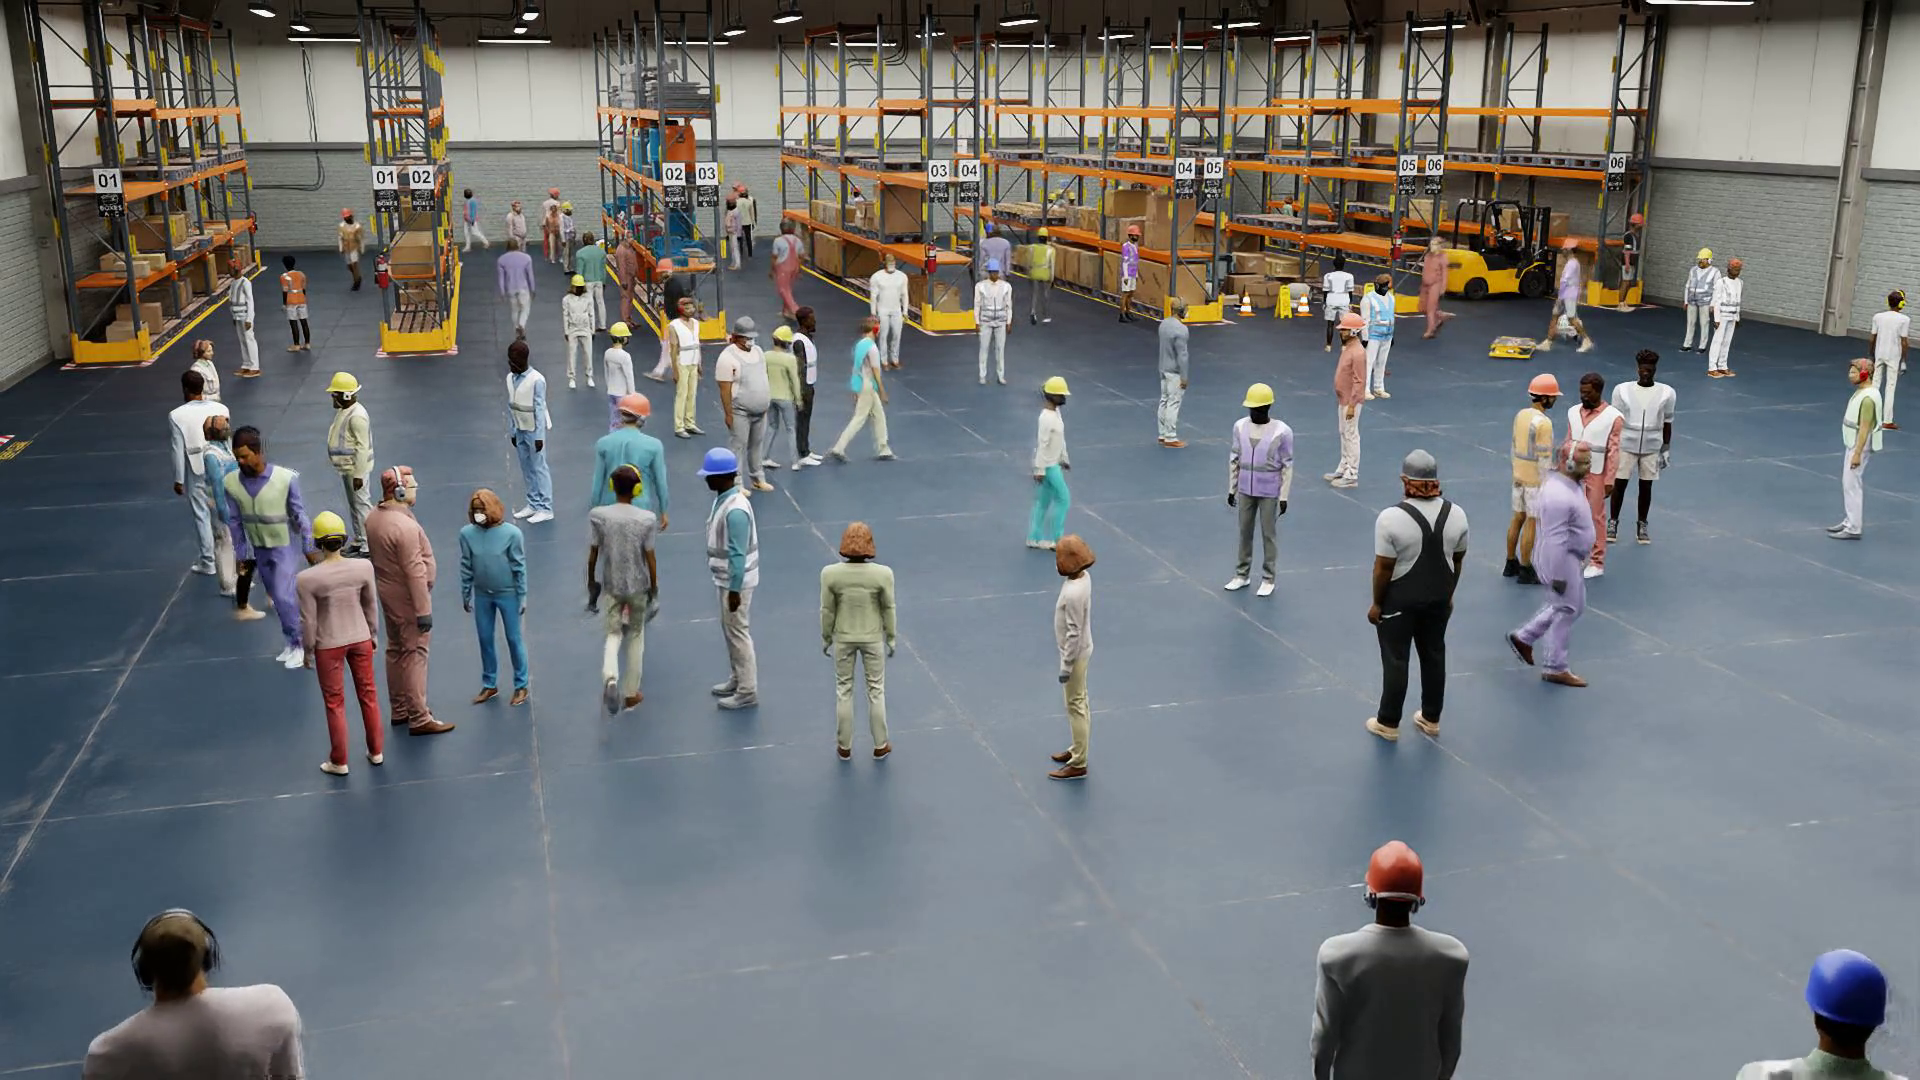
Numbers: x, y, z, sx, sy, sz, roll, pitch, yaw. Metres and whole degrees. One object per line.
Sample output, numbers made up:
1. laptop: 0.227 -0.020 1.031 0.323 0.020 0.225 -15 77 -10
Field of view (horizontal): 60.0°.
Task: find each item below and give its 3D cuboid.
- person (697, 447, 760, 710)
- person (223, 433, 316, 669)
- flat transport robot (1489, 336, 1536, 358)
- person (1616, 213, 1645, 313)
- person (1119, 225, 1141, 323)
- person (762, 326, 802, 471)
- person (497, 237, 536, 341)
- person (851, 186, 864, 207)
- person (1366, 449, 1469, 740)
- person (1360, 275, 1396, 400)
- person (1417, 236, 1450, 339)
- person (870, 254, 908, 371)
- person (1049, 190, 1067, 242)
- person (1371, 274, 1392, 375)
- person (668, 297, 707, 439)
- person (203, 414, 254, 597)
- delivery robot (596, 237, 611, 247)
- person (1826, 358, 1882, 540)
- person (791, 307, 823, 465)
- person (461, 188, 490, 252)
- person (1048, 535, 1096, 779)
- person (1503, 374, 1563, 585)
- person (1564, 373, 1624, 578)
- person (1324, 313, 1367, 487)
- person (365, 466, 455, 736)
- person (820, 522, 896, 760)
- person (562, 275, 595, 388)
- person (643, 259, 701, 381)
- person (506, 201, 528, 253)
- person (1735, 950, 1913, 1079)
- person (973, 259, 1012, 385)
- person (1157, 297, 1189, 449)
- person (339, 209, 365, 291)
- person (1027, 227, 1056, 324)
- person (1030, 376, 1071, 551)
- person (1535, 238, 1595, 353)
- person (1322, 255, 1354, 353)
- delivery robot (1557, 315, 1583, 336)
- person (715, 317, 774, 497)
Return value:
1. person: -1.677 0.271 12.125 0.423 1.936 0.614 -5 16 -17
2. person: -5.380 0.072 12.971 0.600 1.879 0.592 3 15 12
3. flat transport robot: 9.654 -3.370 29.009 0.652 0.197 1.431 6 16 22
4. person: 13.972 -5.757 34.597 0.391 2.040 0.615 10 18 33
5. person: 3.405 -5.274 33.014 0.398 1.928 0.541 8 17 29
6. person: -2.134 -1.687 19.864 0.552 1.735 0.369 8 17 27
7. person: -8.085 -4.555 30.314 0.642 1.917 0.559 -1 15 -4
8. person: -2.943 -9.156 47.589 0.371 1.935 0.551 6 16 22
9. person: 3.115 0.371 11.542 0.683 2.000 0.536 -4 15 -15
10. person: 6.196 -3.002 24.615 0.634 1.842 0.429 -9 17 -31
11. person: 8.780 -4.678 30.819 0.482 1.891 0.670 -6 16 -21
12. person: -1.152 -3.711 27.140 0.638 1.919 0.407 -5 16 -17
13. person: 2.952 -9.736 50.254 0.545 1.669 0.906 12 19 39
14. person: 6.784 -3.470 26.797 0.279 1.628 0.505 -6 16 -21
15. person: -3.603 -2.269 21.854 0.410 1.842 0.601 7 16 23
16. person: -6.575 -0.309 14.868 0.308 1.641 0.514 -4 15 -13
17. delivery robot: -10.012 -8.258 46.679 0.477 0.478 0.707 -5 16 -18
18. person: 9.084 -0.919 16.804 0.398 1.830 0.573 6 16 21
19. person: -1.890 -1.878 20.232 0.388 1.921 0.593 0 15 1
20. person: -14.146 -9.300 48.361 0.746 1.825 0.630 -10 18 -33
21. person: 0.733 0.757 10.872 0.289 1.632 0.497 2 15 9
22. person: 5.271 -0.563 15.255 0.367 1.935 0.552 -2 15 -9
23. person: 5.877 -0.616 15.518 0.398 1.907 0.600 -8 17 -29
24. person: 4.455 -1.607 19.071 0.375 1.995 0.611 0 15 0
25. person: -3.850 0.418 11.620 0.409 1.906 0.651 -13 19 -39
26. person: -0.680 0.681 11.154 0.503 1.632 0.271 1 15 2
27. person: -5.855 -3.214 25.626 0.487 1.737 0.315 -5 16 -20
28. person: -4.517 -3.432 26.052 0.970 1.929 0.610 -9 17 -30
29. person: -10.874 -7.388 40.996 0.405 1.906 0.652 5 16 18
30. person: 2.652 2.148 5.141 0.641 1.891 1.017 4 15 15
31. person: 0.510 -3.383 25.842 0.607 1.950 0.385 -2 15 -9
32. person: 2.721 -2.123 21.150 0.384 1.931 0.629 -5 16 -18
33. person: -14.163 -6.790 38.808 0.534 1.871 0.904 2 15 9
34. person: 1.579 -5.209 32.830 0.585 1.903 0.815 4 15 14
35. person: 0.963 -0.729 16.257 0.618 1.748 0.528 2 15 9
36. person: 10.655 -4.261 29.078 1.005 1.991 0.623 5 16 17
37. person: 6.607 -4.121 29.103 0.531 1.697 0.322 3 15 12
38. delivery robot: 11.152 -3.949 30.458 0.477 0.478 0.707 1 15 5
39. person: -2.369 -1.503 18.591 0.535 2.000 0.686 10 18 34
